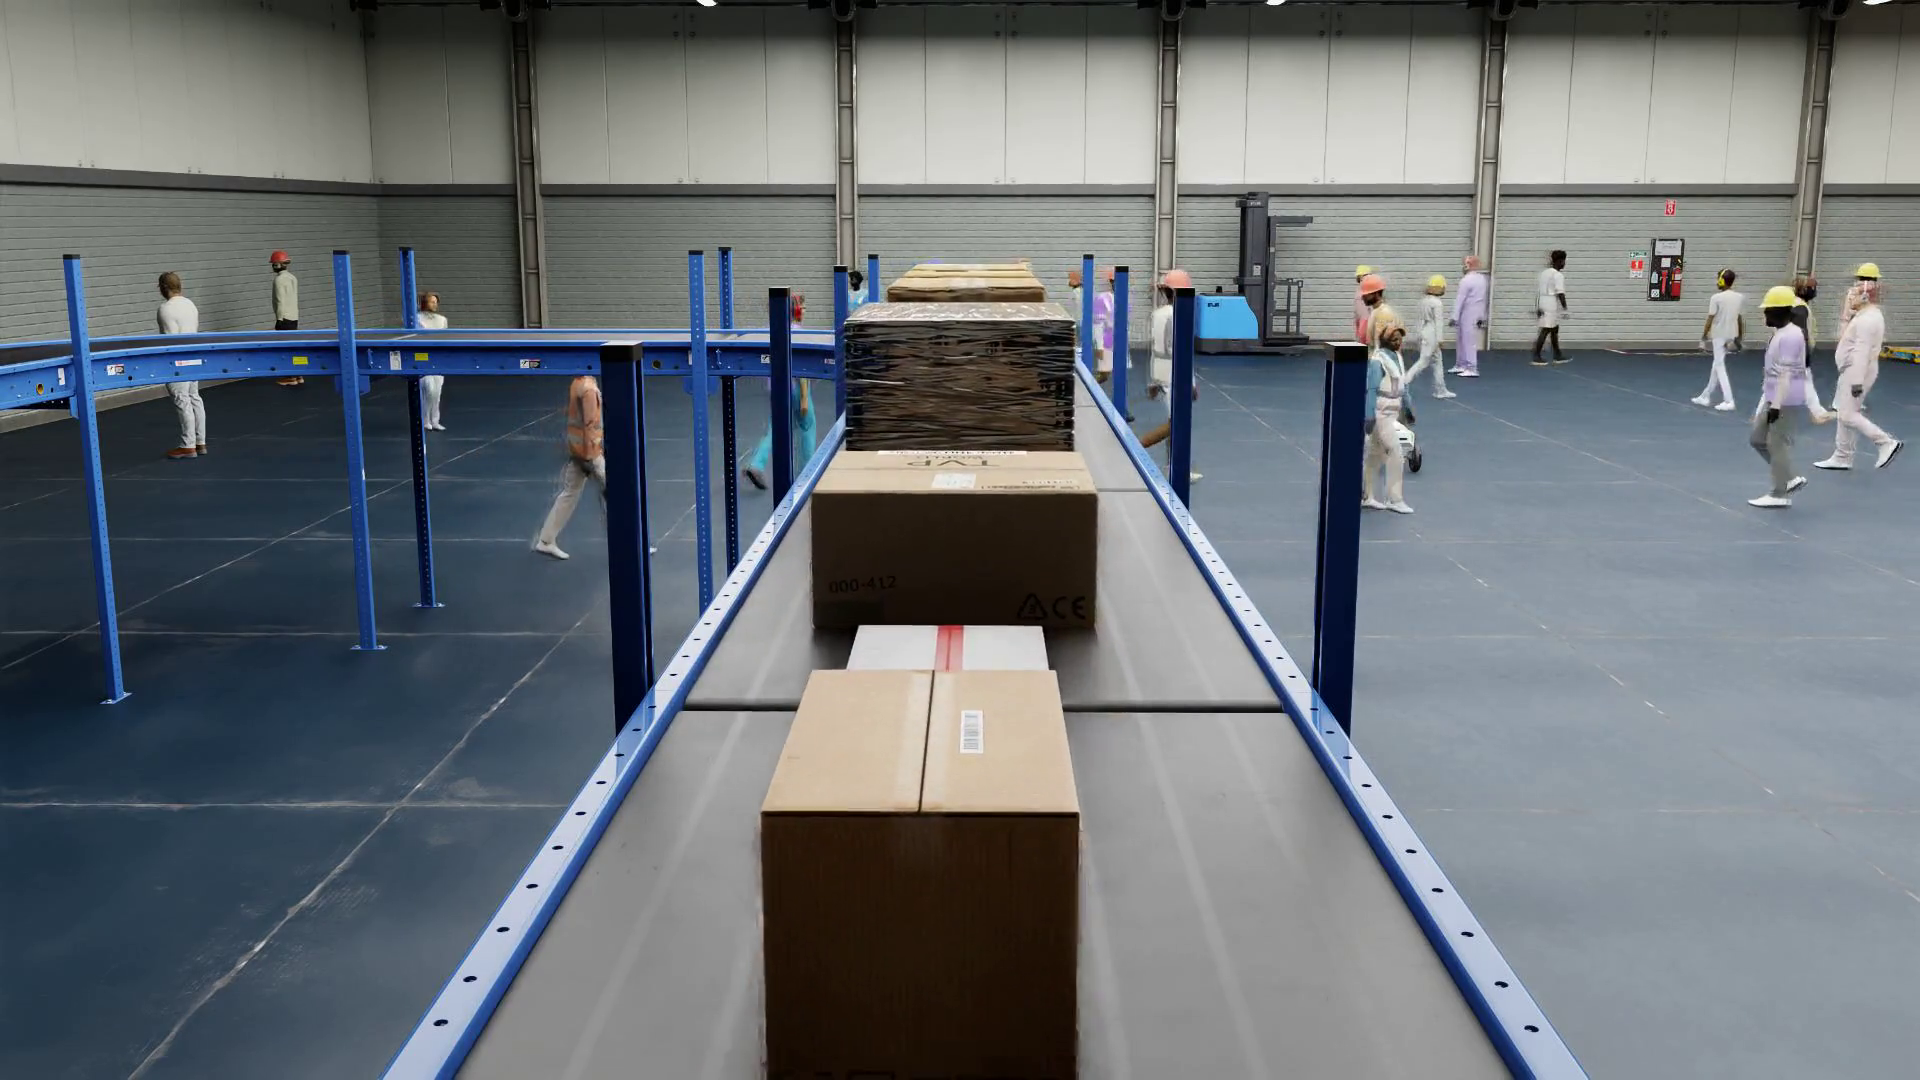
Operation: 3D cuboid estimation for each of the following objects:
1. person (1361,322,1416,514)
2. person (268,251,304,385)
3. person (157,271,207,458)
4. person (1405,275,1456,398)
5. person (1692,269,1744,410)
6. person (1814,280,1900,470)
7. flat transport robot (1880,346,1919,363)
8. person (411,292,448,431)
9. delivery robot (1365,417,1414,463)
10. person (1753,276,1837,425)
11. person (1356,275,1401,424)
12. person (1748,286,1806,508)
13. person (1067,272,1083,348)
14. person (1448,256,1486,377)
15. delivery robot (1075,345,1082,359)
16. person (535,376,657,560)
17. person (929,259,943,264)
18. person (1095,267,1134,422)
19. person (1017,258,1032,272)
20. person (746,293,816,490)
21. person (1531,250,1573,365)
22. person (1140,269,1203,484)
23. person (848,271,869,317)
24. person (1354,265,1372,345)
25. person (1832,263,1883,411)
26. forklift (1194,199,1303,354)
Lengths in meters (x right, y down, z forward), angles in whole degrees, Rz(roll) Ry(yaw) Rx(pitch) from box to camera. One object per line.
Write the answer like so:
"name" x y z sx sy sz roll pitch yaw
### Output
"person" 3.677 -1.027 14.081 0.657 1.611 0.587 6 13 28
"person" -10.148 -3.340 25.005 0.394 1.992 0.622 0 11 1
"person" -8.180 -1.839 17.443 0.354 1.936 0.635 0 11 1
"person" 6.491 -2.826 23.102 0.851 1.712 0.496 0 11 -2
"person" 10.004 -2.648 21.907 0.553 1.826 0.889 -4 12 -19
"person" 8.909 -1.612 16.404 0.654 1.888 0.650 7 13 31
"flat transport robot" 16.776 -3.238 29.036 0.652 0.197 1.431 0 11 1
"person" -6.187 -2.085 19.492 0.396 1.629 0.536 8 13 35
"delivery robot" 4.319 -1.031 16.724 0.477 0.478 0.707 0 11 1
"person" 10.105 -2.259 19.982 0.980 1.786 0.661 5 12 24
"person" 4.369 -1.873 17.769 0.927 1.876 0.605 1 11 4
"person" 7.072 -1.234 14.411 0.431 1.911 0.599 3 11 15
"person" 1.797 -3.583 27.265 0.744 1.607 0.508 2 11 8
"person" 7.919 -3.522 26.246 0.727 1.885 0.648 9 14 38
"delivery robot" 1.743 -3.027 26.980 0.477 0.478 0.707 -8 13 -35
"person" -2.725 -0.647 12.185 0.852 1.600 0.511 -5 12 -25
"person" -0.425 -2.992 23.439 0.917 1.916 0.624 6 13 29
"person" 1.871 -2.445 20.625 0.554 1.916 0.804 -6 12 -27
"person" 0.959 -3.258 24.847 0.443 1.889 0.656 9 14 39
"person" -1.601 -1.372 15.367 0.579 1.815 0.859 10 15 43
"person" 10.144 -3.937 28.222 0.884 1.929 0.631 -1 11 -3
"person" 1.904 -1.511 15.555 0.791 2.025 0.611 -3 11 -14
"person" -1.633 -3.482 26.615 0.540 1.655 0.873 8 13 35
"person" 6.584 -3.568 26.843 0.727 1.744 0.530 -3 11 -14
"person" 11.637 -2.615 21.507 0.573 1.904 0.610 4 12 20
"forklift" 5.313 -4.851 30.603 1.873 2.768 1.129 0 11 1
